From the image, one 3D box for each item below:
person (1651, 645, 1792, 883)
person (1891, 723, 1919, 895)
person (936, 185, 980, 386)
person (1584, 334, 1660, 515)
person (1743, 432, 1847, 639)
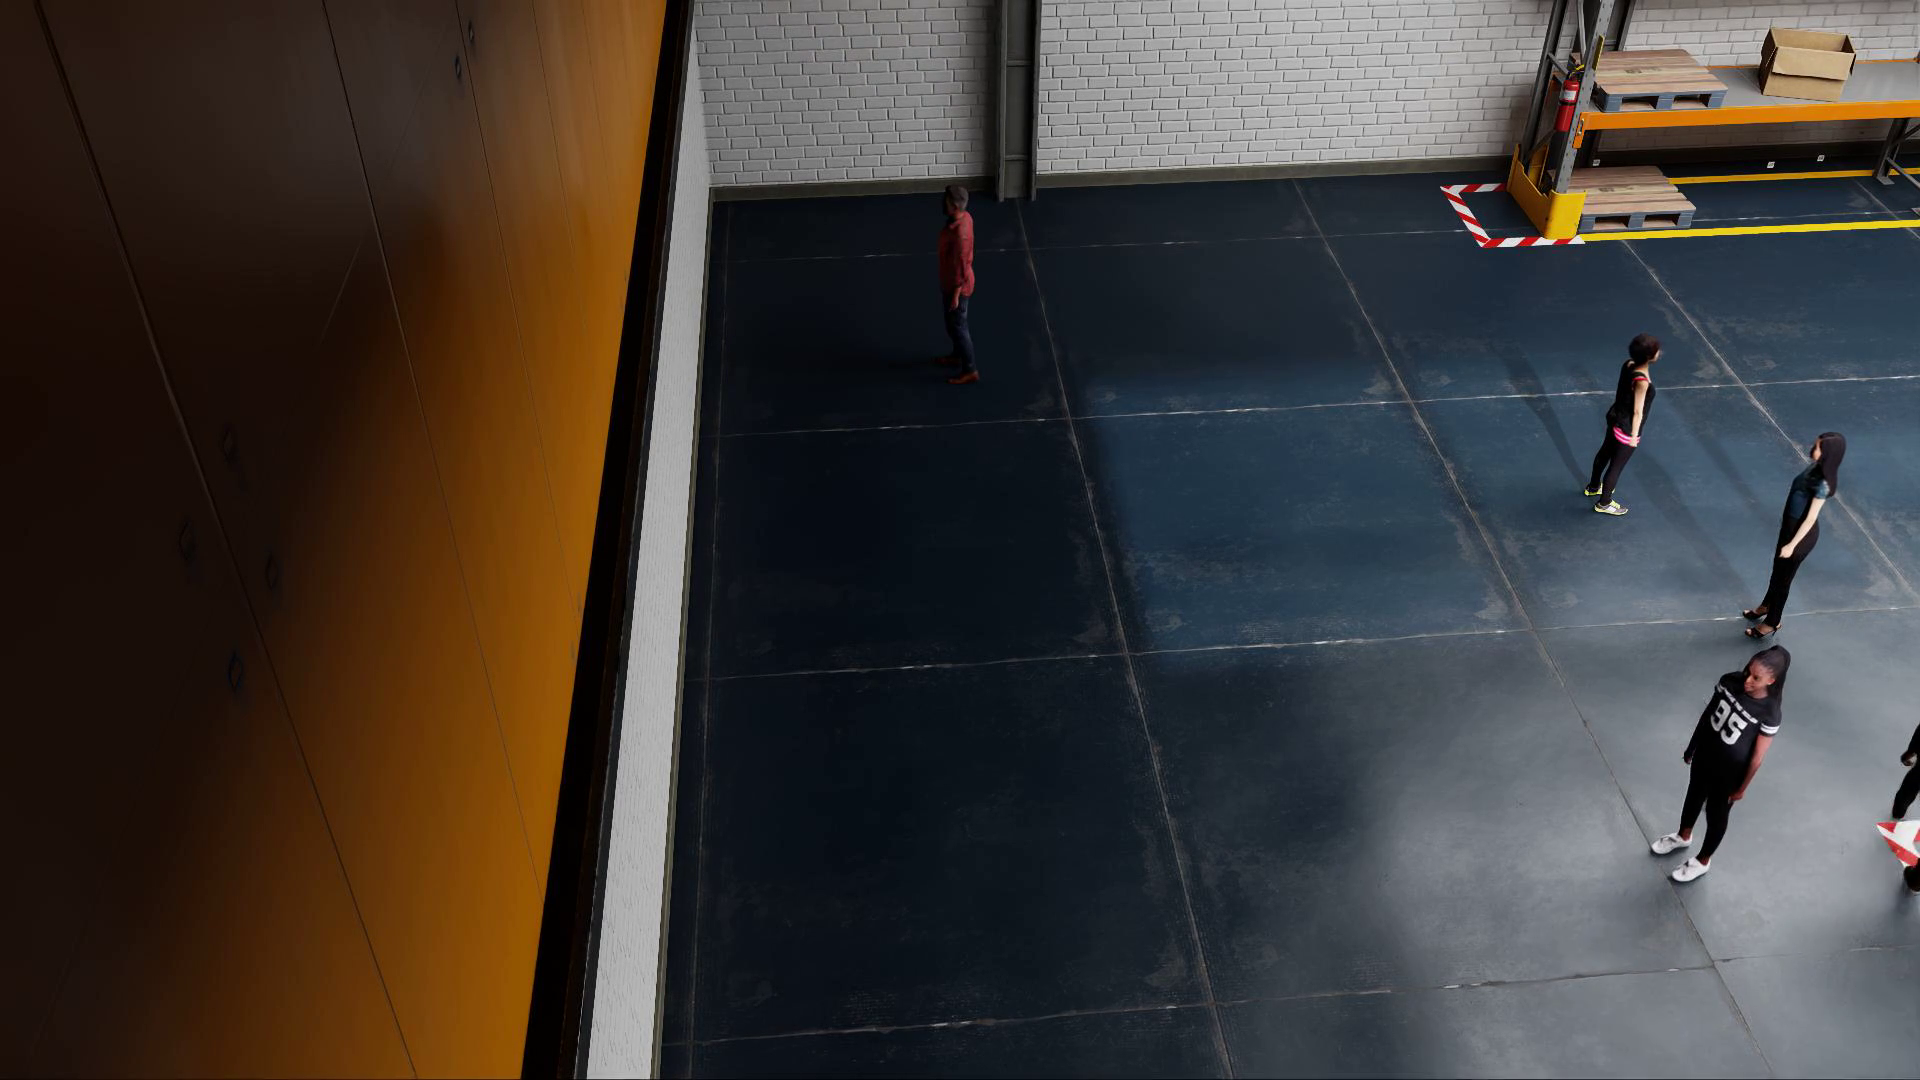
[{"bbox_3d":[4.572,1.304,9.955,0.694,1.730,0.679,-14,41,-17],"label":"person"},{"bbox_3d":[5.925,1.343,9.887,1.243,1.753,1.180,18,42,21],"label":"person"},{"bbox_3d":[-0.005,-2.210,14.265,0.655,1.843,0.718,1,39,1],"label":"person"},{"bbox_3d":[5.150,-0.920,12.886,0.514,1.548,0.543,-1,39,-1],"label":"person"},{"bbox_3d":[5.846,-0.036,11.627,0.632,1.737,0.632,14,41,17],"label":"person"}]
